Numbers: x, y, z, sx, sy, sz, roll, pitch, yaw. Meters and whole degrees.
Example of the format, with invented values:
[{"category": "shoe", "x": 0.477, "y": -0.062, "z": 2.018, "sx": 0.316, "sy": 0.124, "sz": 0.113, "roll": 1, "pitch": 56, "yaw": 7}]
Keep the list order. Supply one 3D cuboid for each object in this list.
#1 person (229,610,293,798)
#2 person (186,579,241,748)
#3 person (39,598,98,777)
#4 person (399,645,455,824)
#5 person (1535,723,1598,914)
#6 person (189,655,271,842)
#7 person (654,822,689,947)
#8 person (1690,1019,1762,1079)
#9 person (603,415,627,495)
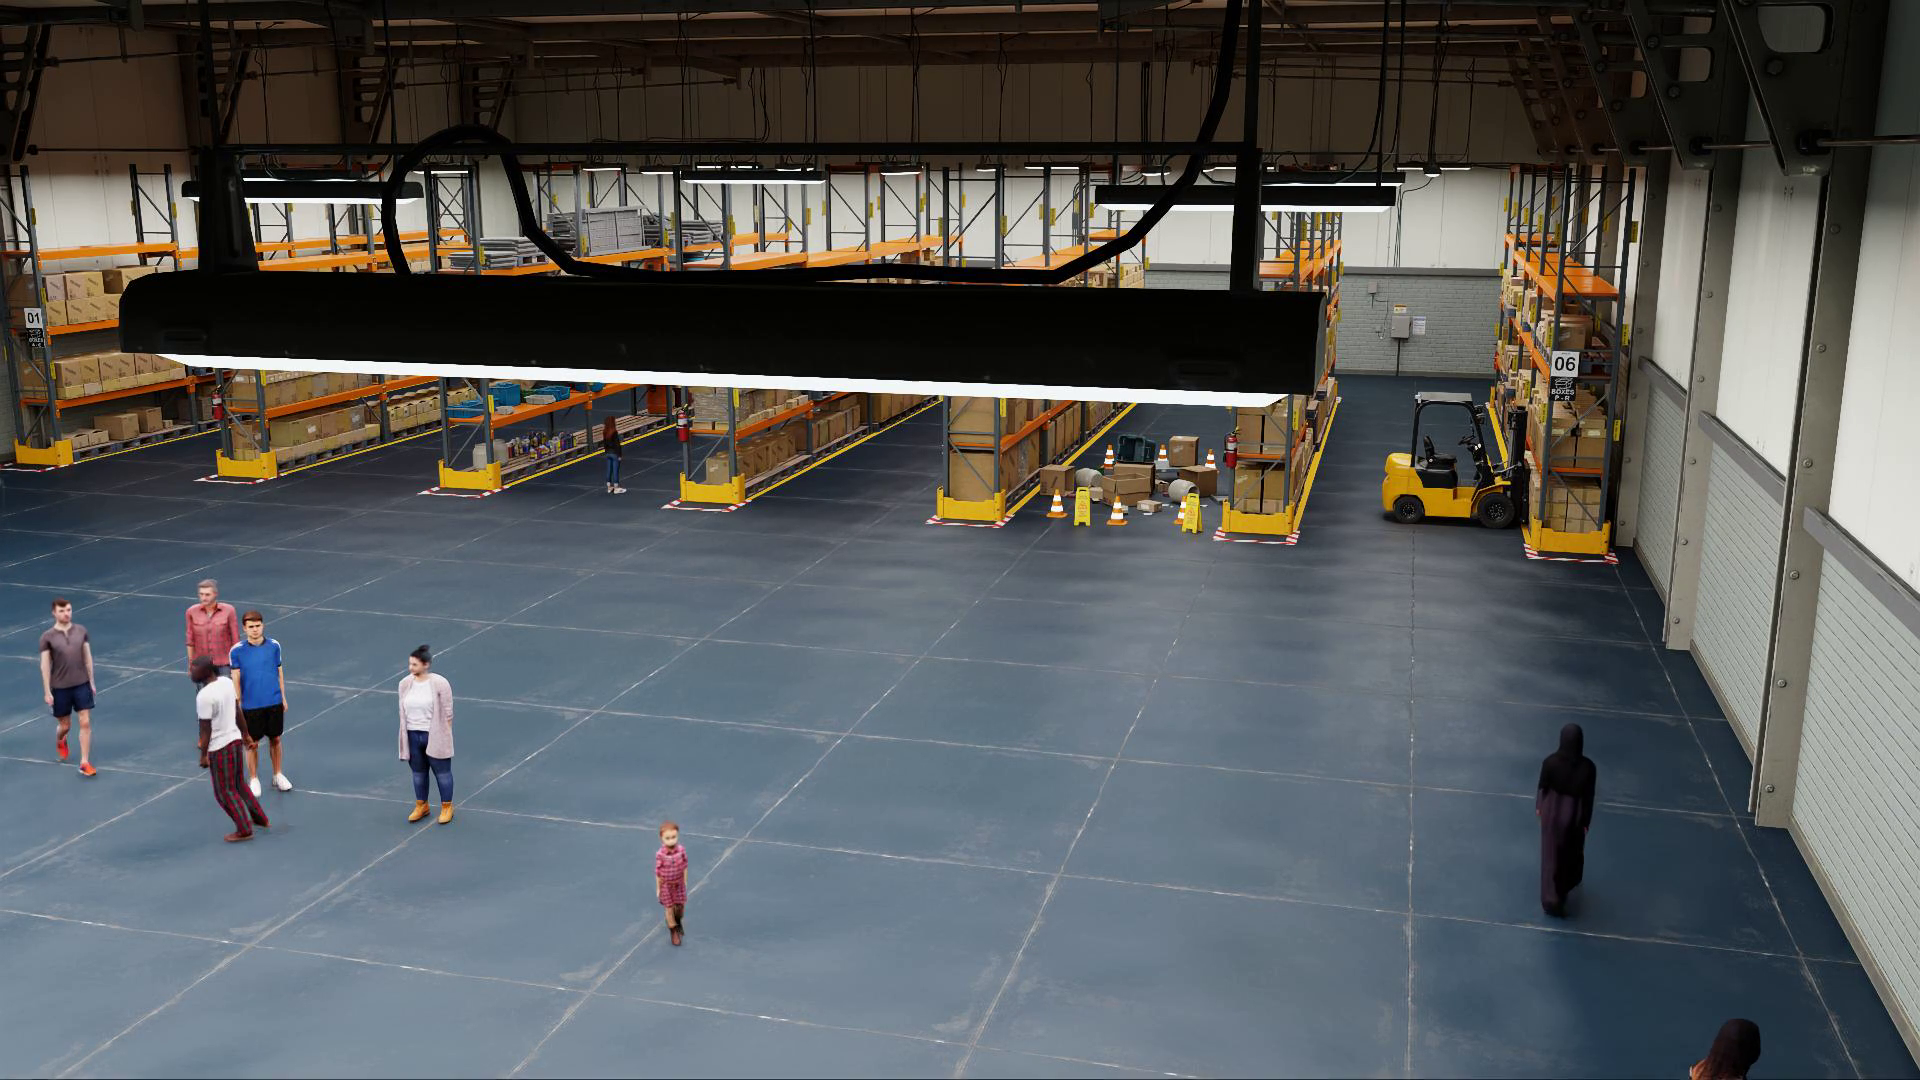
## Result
[{"category": "person", "x": -6.910, "y": 1.590, "z": 16.438, "sx": 0.715, "sy": 1.866, "sz": 0.810, "roll": -10, "pitch": 17, "yaw": -38}, {"category": "person", "x": -7.985, "y": 1.289, "z": 17.814, "sx": 0.763, "sy": 1.830, "sz": 0.756, "roll": -4, "pitch": 14, "yaw": -17}, {"category": "person", "x": -9.104, "y": 1.484, "z": 16.965, "sx": 0.992, "sy": 1.834, "sz": 1.038, "roll": 11, "pitch": 17, "yaw": 41}, {"category": "person", "x": -5.027, "y": 1.820, "z": 15.724, "sx": 0.708, "sy": 1.740, "sz": 0.647, "roll": 2, "pitch": 13, "yaw": 8}, {"category": "person", "x": 5.019, "y": 2.319, "z": 13.858, "sx": 0.624, "sy": 1.610, "sz": 1.036, "roll": 4, "pitch": 14, "yaw": 17}, {"category": "person", "x": -6.678, "y": 1.900, "z": 15.259, "sx": 0.889, "sy": 1.794, "sz": 0.650, "roll": 4, "pitch": 14, "yaw": 18}, {"category": "person", "x": -2.324, "y": 2.737, "z": 13.374, "sx": 0.532, "sy": 1.014, "sz": 0.592, "roll": -5, "pitch": 14, "yaw": -22}, {"category": "person", "x": 4.063, "y": 3.405, "z": 8.961, "sx": 0.903, "sy": 1.703, "sz": 0.839, "roll": -3, "pitch": 13, "yaw": -14}, {"category": "person", "x": -6.512, "y": -1.622, "z": 31.161, "sx": 0.624, "sy": 1.481, "sz": 0.616, "roll": 9, "pitch": 16, "yaw": 34}]
